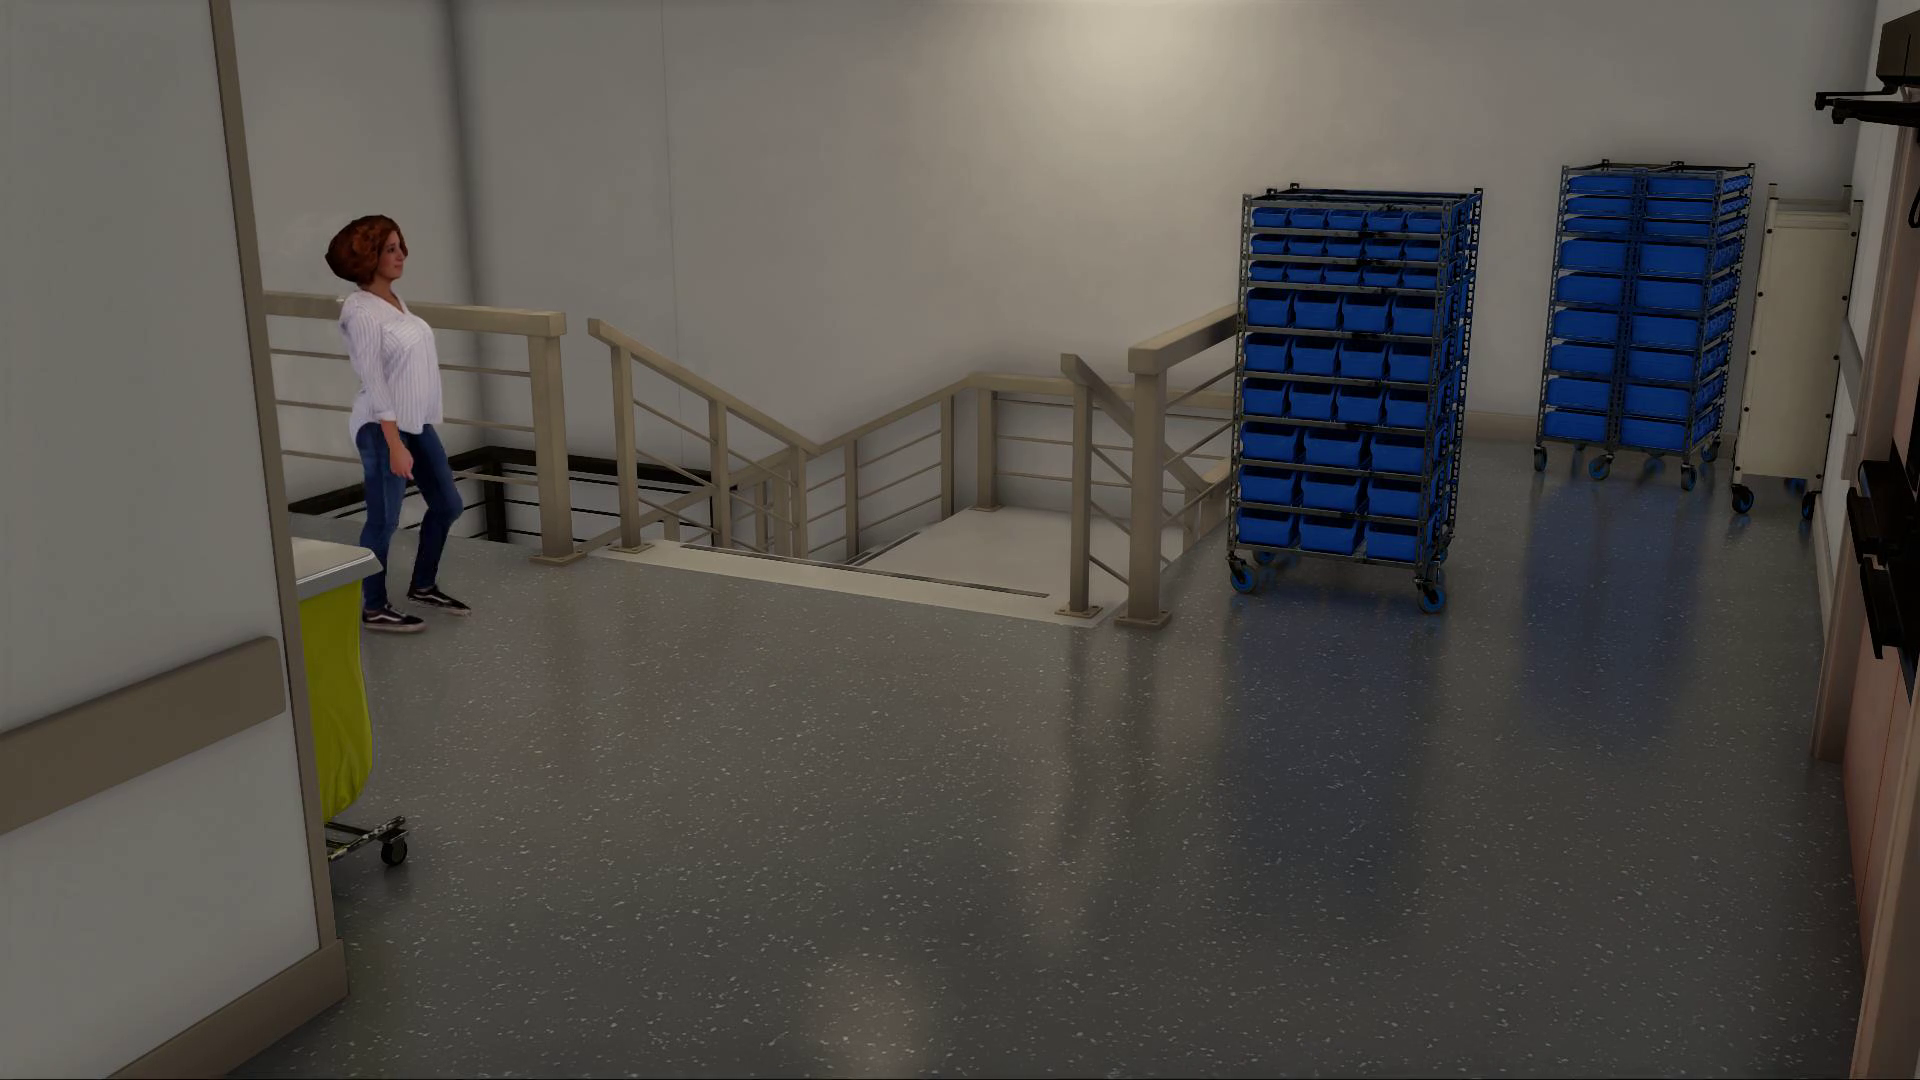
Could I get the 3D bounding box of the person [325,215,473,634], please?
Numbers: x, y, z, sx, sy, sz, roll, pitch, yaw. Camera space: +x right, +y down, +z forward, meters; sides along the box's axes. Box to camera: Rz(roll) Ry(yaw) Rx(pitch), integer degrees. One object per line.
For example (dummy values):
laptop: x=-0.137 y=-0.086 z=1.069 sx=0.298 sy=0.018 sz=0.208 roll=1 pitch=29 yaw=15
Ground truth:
person: x=-2.388 y=-0.449 z=6.734 sx=0.767 sy=1.694 sz=0.650 roll=3 pitch=16 yaw=10
